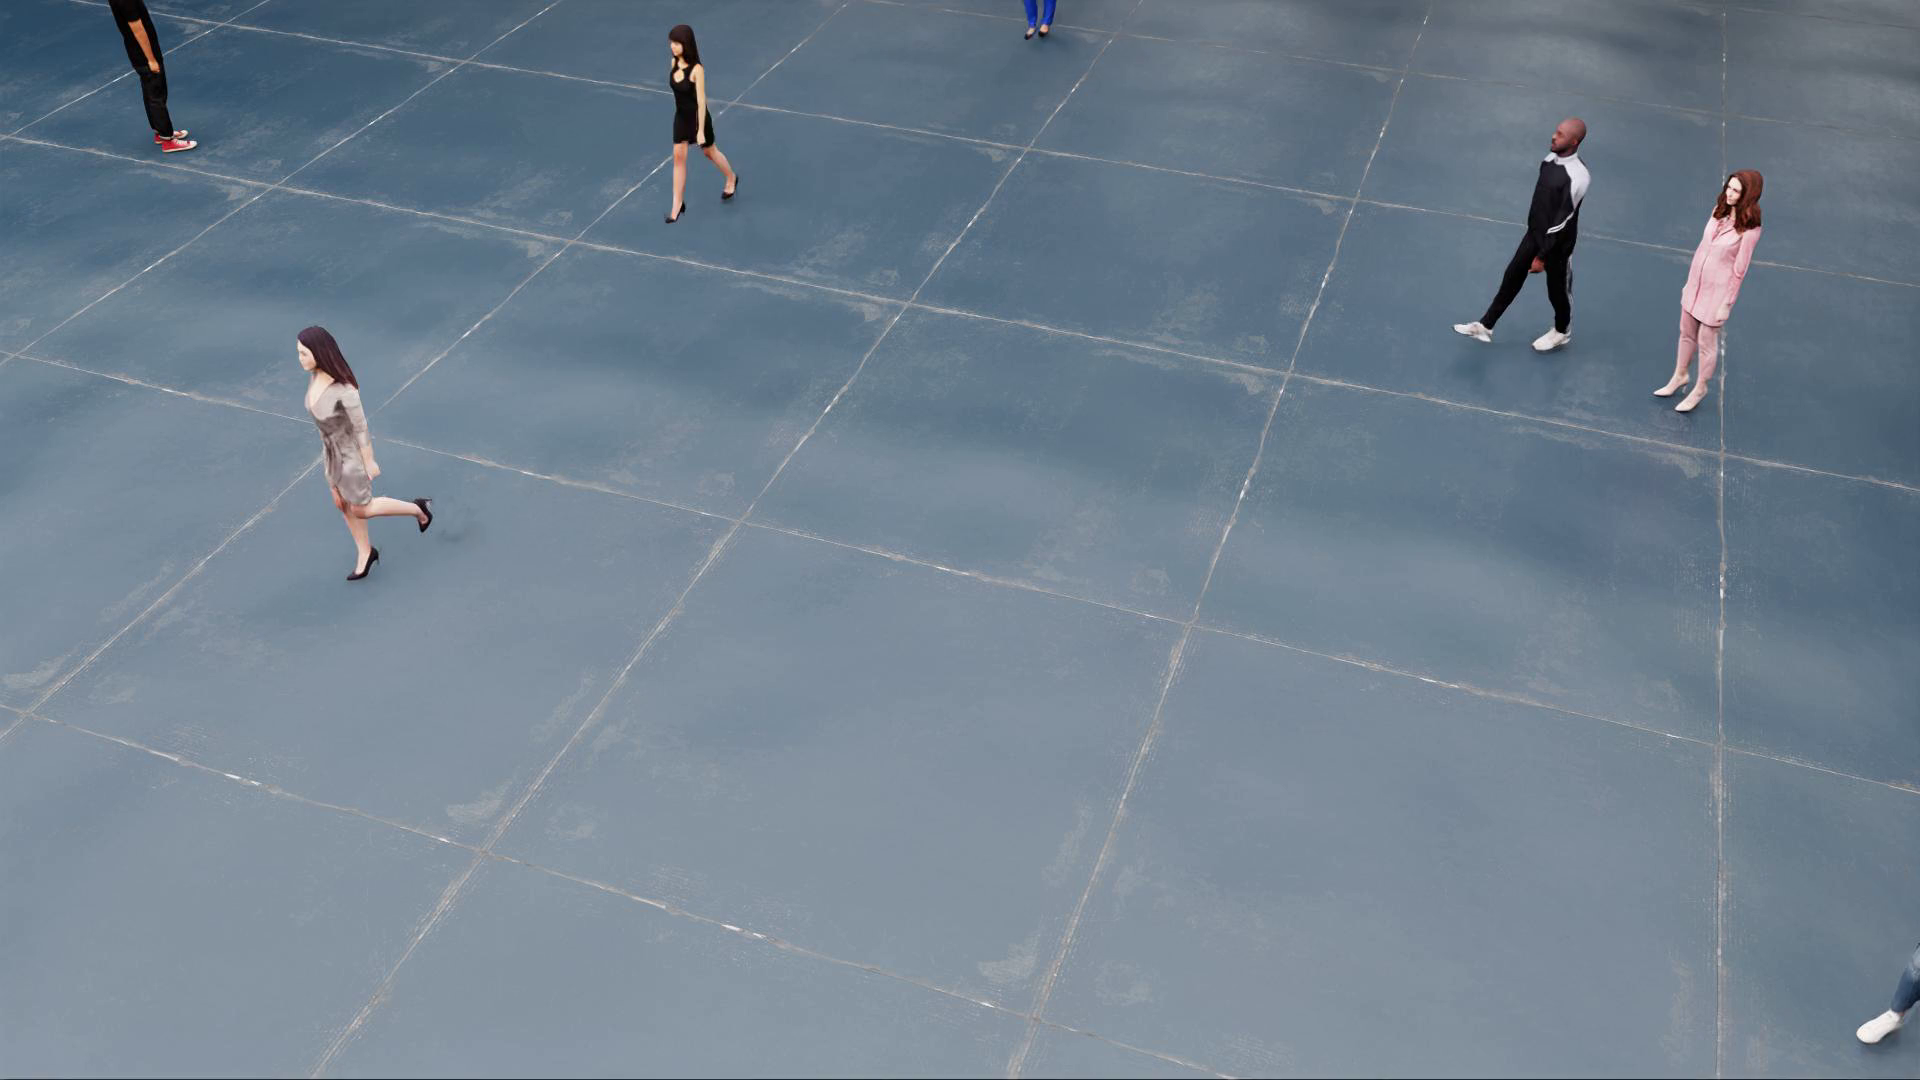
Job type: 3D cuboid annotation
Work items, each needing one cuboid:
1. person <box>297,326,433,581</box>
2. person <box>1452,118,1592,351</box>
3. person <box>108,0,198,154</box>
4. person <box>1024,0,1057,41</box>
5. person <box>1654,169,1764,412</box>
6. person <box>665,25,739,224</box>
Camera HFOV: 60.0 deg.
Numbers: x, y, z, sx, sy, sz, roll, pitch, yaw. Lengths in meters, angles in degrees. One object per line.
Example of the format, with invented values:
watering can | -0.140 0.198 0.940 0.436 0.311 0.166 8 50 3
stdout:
person | -3.587 -0.530 9.930 0.806 1.733 0.969 32 48 34
person | 4.337 -2.161 11.963 1.125 1.796 1.177 -8 39 -10
person | -7.253 -4.327 14.762 0.754 1.759 0.725 -24 44 -27
person | 0.881 -6.003 16.962 0.656 1.689 0.694 11 39 14
person | 5.163 -1.713 11.388 0.738 1.799 0.647 -10 39 -13
person | -2.136 -3.467 13.784 0.825 1.609 1.112 29 46 31
